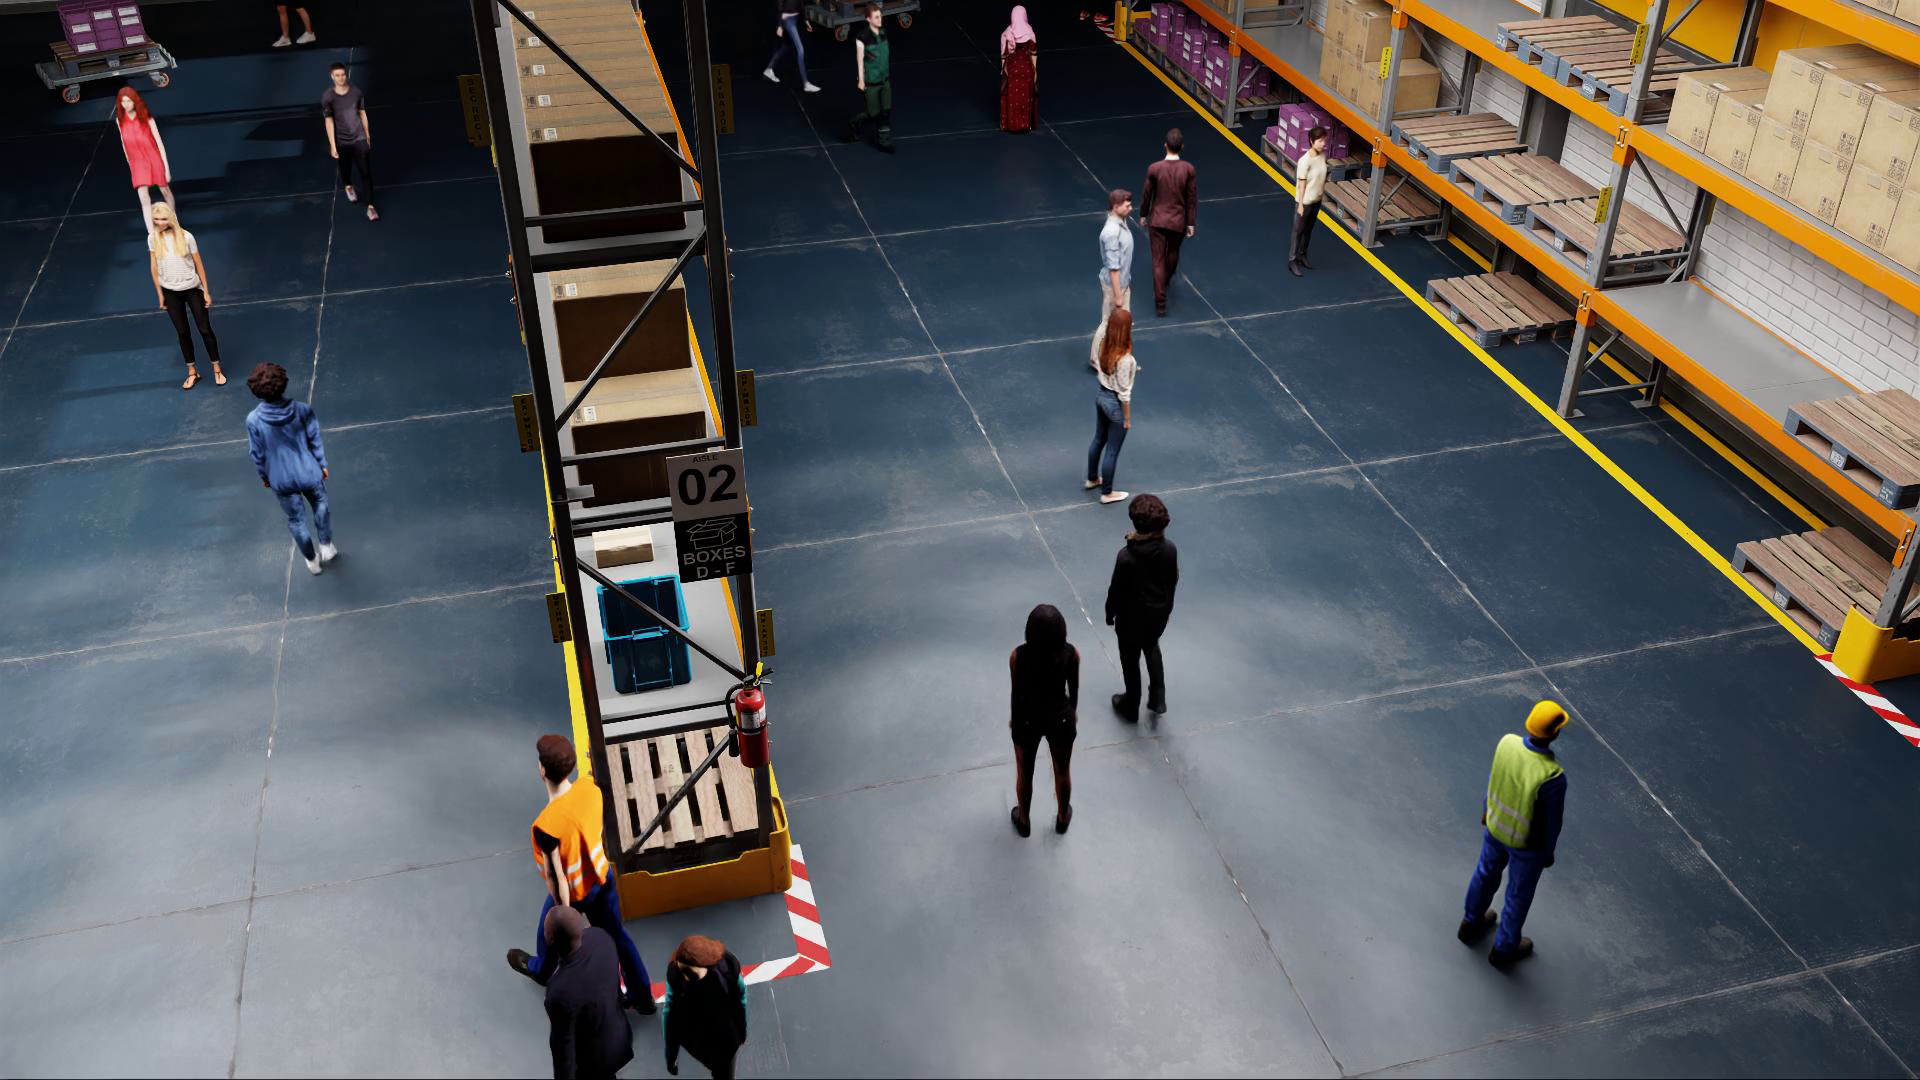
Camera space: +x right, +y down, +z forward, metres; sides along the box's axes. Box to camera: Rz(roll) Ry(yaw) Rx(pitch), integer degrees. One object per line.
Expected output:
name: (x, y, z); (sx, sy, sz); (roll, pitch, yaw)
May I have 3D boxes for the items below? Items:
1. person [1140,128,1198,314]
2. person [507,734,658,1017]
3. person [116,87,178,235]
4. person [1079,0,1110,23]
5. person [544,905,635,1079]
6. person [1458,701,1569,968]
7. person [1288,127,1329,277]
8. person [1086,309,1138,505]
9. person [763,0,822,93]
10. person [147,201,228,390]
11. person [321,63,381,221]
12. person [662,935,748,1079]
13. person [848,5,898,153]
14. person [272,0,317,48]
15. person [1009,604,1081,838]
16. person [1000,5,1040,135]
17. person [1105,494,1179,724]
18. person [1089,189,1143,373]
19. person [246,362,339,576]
person: (2.097, -3.171, 16.783); (0.943, 1.819, 1.240); (1, 34, 2)
person: (-2.007, 1.912, 9.125); (1.229, 1.830, 1.233); (13, 36, 19)
person: (-8.834, -4.075, 18.183); (0.718, 1.774, 1.160); (-4, 34, -6)
person: (2.024, -8.851, 25.331); (0.764, 1.815, 0.841); (22, 39, 29)
person: (-1.725, 2.518, 8.243); (0.973, 1.796, 0.812); (2, 34, 2)
person: (3.186, 1.661, 9.519); (0.781, 1.811, 0.607); (-18, 38, -25)
person: (3.696, -3.610, 17.652); (0.653, 1.588, 0.655); (28, 42, 35)
person: (1.258, -1.125, 13.786); (0.656, 1.727, 0.497); (-14, 36, -20)
person: (-2.391, -6.997, 22.607); (1.182, 1.742, 1.165); (16, 37, 22)
person: (-7.214, -2.293, 15.458); (0.605, 1.822, 0.522); (-7, 34, -11)
person: (-6.974, -4.566, 18.953); (0.823, 1.739, 1.178); (-18, 37, -24)
person: (-1.284, 2.495, 8.583); (0.778, 1.459, 1.015); (3, 34, 4)
person: (-1.103, -5.721, 20.611); (1.064, 1.828, 0.942); (25, 41, 33)
person: (-9.726, -8.152, 24.273); (1.011, 1.822, 1.085); (19, 38, 26)
person: (0.520, 1.129, 10.383); (0.629, 1.741, 0.558); (-3, 34, -4)
person: (0.751, -5.992, 21.189); (0.742, 1.638, 0.725); (3, 34, 5)
person: (1.271, 0.536, 11.253); (0.694, 1.766, 0.723); (-16, 37, -22)
person: (1.416, -2.429, 15.652); (0.916, 1.834, 0.853); (12, 35, 17)
person: (-5.112, -0.498, 12.777); (0.724, 1.801, 0.665); (-13, 36, -19)
